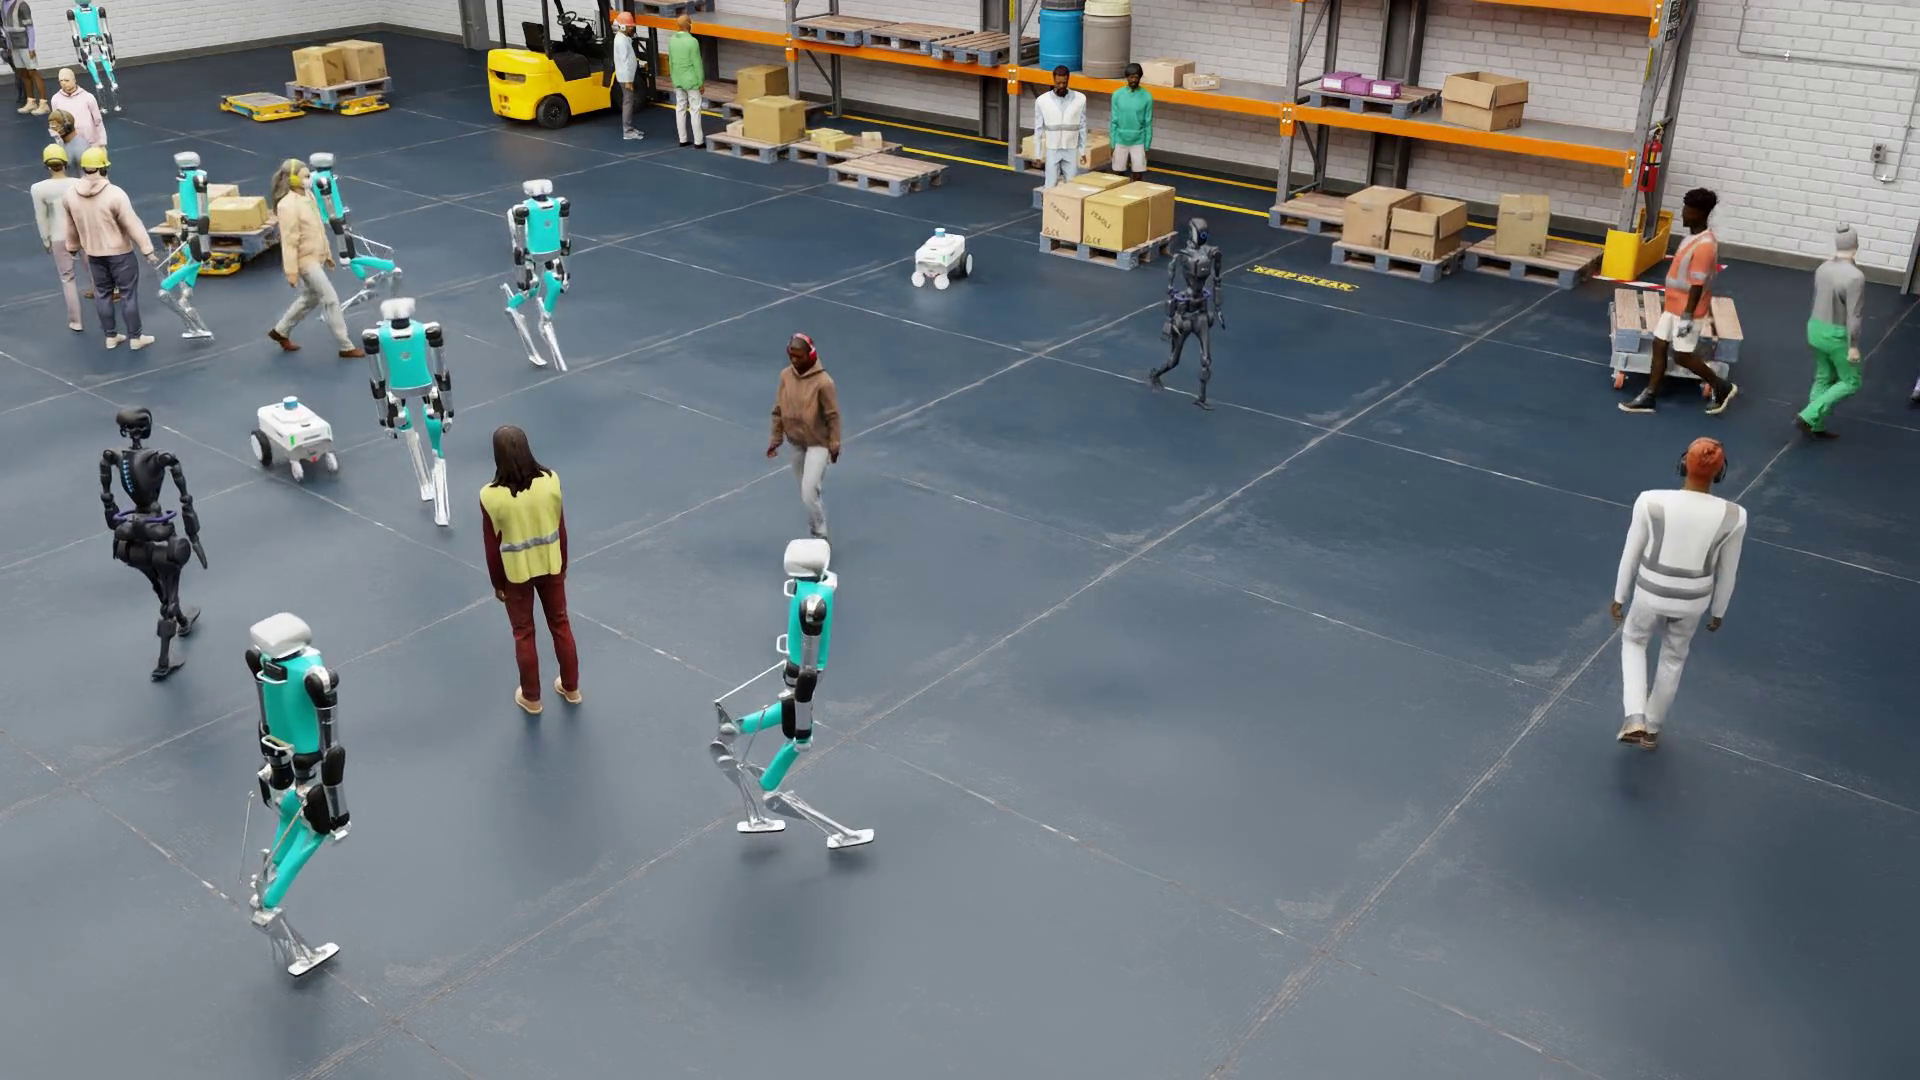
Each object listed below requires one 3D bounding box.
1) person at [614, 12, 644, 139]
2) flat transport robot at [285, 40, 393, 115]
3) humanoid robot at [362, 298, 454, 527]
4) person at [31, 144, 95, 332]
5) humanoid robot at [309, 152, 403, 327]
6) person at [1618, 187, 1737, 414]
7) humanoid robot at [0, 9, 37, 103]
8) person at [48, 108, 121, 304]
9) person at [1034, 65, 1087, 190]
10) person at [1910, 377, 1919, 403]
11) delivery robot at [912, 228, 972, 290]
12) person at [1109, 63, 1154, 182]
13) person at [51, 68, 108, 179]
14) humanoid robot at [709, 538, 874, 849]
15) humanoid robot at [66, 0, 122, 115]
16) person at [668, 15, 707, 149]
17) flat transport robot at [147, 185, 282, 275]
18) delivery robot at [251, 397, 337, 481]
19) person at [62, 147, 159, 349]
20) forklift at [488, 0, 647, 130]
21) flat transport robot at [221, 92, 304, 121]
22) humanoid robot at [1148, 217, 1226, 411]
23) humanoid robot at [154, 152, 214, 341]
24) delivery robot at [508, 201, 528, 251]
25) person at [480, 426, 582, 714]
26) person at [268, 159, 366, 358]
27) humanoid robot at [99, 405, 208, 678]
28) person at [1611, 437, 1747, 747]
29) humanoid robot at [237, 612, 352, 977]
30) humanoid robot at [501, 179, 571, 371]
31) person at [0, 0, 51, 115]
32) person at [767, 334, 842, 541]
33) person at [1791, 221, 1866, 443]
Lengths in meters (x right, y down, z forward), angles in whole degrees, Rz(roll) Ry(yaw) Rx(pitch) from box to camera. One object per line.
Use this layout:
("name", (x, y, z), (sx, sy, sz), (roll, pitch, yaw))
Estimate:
("person", (-4.670, -6.538, 23.421), (0.348, 1.738, 0.572), (-5, 26, -10))
("flat transport robot", (-9.489, -6.726, 25.501), (1.431, 0.231, 0.659), (16, 30, 30))
("humanoid robot", (-3.892, -0.961, 11.878), (0.540, 1.739, 0.957), (-8, 27, -16))
("person", (-8.440, -2.871, 15.813), (0.529, 1.757, 0.369), (-15, 30, -28))
("humanoid robot", (-5.661, -2.797, 15.675), (1.042, 1.726, 0.553), (-10, 28, -20))
("person", (6.033, -1.923, 13.634), (0.813, 1.943, 0.604), (5, 26, 9))
("humanoid robot", (-14.585, -7.584, 25.667), (0.349, 1.653, 0.584), (3, 26, 6))
("person", (-8.688, -3.318, 16.536), (0.362, 1.932, 0.627), (-22, 33, -38))
("person", (1.132, -4.401, 18.807), (0.601, 1.906, 0.414), (-3, 26, -7))
("person", (8.555, -2.001, 13.976), (1.014, 1.785, 0.565), (-18, 31, -32))
("delivery robot", (-0.200, -2.951, 17.373), (0.514, 0.611, 0.783), (8, 27, 15))
("person", (1.980, -4.596, 19.284), (0.497, 1.843, 0.402), (5, 26, 10))
("person", (-10.150, -4.551, 19.252), (0.535, 1.782, 0.398), (-6, 27, -13))
("humanoid robot", (-0.913, 0.813, 8.208), (0.940, 1.759, 0.547), (-2, 26, -4))
("humanoid robot", (-12.710, -7.123, 24.515), (0.530, 1.692, 0.733), (-16, 30, -29))
("person", (-3.730, -6.282, 22.840), (0.534, 1.784, 0.383), (14, 29, 27))
("flat transport robot", (-7.979, -3.175, 18.146), (0.659, 0.231, 1.431), (2, 26, 4))
("delivery robot", (-5.183, -0.823, 12.962), (0.499, 0.608, 0.784), (-21, 33, -36))
("person", (-7.802, -2.648, 15.235), (0.814, 1.855, 0.436), (2, 26, 4))
("forklift", (-5.874, -7.334, 24.552), (1.214, 2.155, 2.313), (19, 32, 34))
("flat transport robot", (-10.560, -6.555, 25.145), (1.431, 0.231, 0.659), (23, 34, 39))
("humanoid robot", (1.927, -1.947, 14.020), (0.608, 1.631, 0.713), (-13, 29, -25))
("humanoid robot", (-7.232, -2.608, 15.380), (0.798, 1.852, 0.573), (-22, 33, -38))
("delivery robot", (-4.727, -3.416, 18.338), (0.499, 0.614, 0.808), (-12, 28, -24))
("person", (-2.443, 0.189, 9.469), (0.470, 1.765, 0.384), (-15, 30, -28))
("person", (-5.925, -2.534, 15.017), (0.911, 1.838, 0.562), (0, 26, 0))
("humanoid robot", (-4.878, -0.036, 10.076), (0.611, 1.618, 0.778), (3, 26, 6))
("person", (3.875, 0.328, 9.049), (0.590, 1.865, 0.488), (8, 27, 17))
("humanoid robot", (-3.032, 1.284, 7.354), (0.536, 1.893, 0.714), (17, 30, 30))
("humanoid robot", (-3.789, -2.347, 14.782), (0.538, 1.802, 0.771), (-22, 33, -38))
("person", (-14.058, -7.399, 24.859), (0.610, 2.043, 0.372), (13, 29, 25))
("person", (-1.064, -0.622, 11.284), (0.452, 1.631, 0.535), (17, 31, 31))
("person", (6.940, -1.625, 13.141), (0.478, 1.822, 0.544), (-4, 26, -9))
